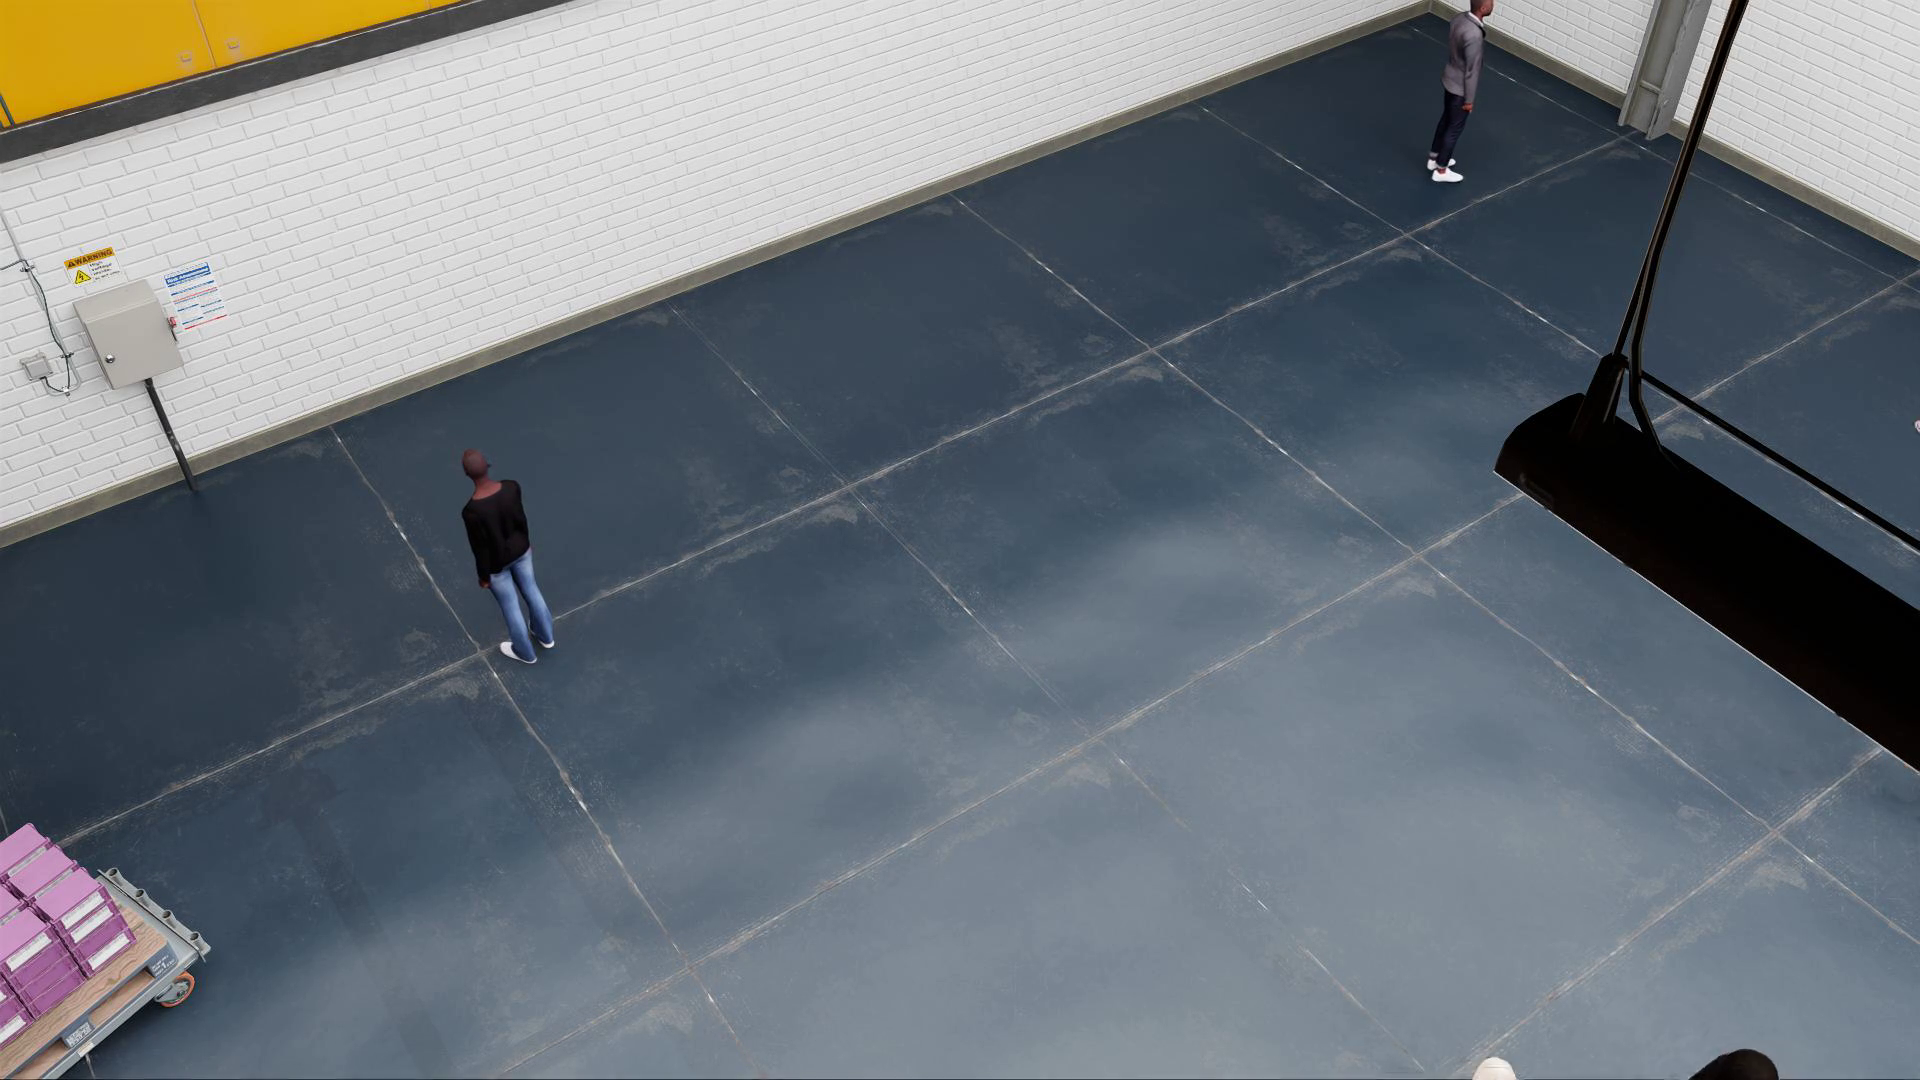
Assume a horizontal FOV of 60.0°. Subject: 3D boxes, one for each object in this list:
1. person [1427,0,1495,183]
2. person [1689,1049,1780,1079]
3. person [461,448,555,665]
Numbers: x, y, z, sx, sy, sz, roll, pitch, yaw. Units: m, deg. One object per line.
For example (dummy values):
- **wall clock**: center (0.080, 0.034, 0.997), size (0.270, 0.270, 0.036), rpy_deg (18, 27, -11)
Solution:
- **person**: center (4.560, -4.159, 15.229), size (0.866, 1.814, 0.751), rpy_deg (0, 44, 0)
- **person**: center (3.403, 2.826, 7.914), size (0.617, 1.790, 0.740), rpy_deg (-28, 50, -26)
- **person**: center (-2.952, 0.109, 10.798), size (0.636, 1.746, 0.655), rpy_deg (28, 50, 26)
